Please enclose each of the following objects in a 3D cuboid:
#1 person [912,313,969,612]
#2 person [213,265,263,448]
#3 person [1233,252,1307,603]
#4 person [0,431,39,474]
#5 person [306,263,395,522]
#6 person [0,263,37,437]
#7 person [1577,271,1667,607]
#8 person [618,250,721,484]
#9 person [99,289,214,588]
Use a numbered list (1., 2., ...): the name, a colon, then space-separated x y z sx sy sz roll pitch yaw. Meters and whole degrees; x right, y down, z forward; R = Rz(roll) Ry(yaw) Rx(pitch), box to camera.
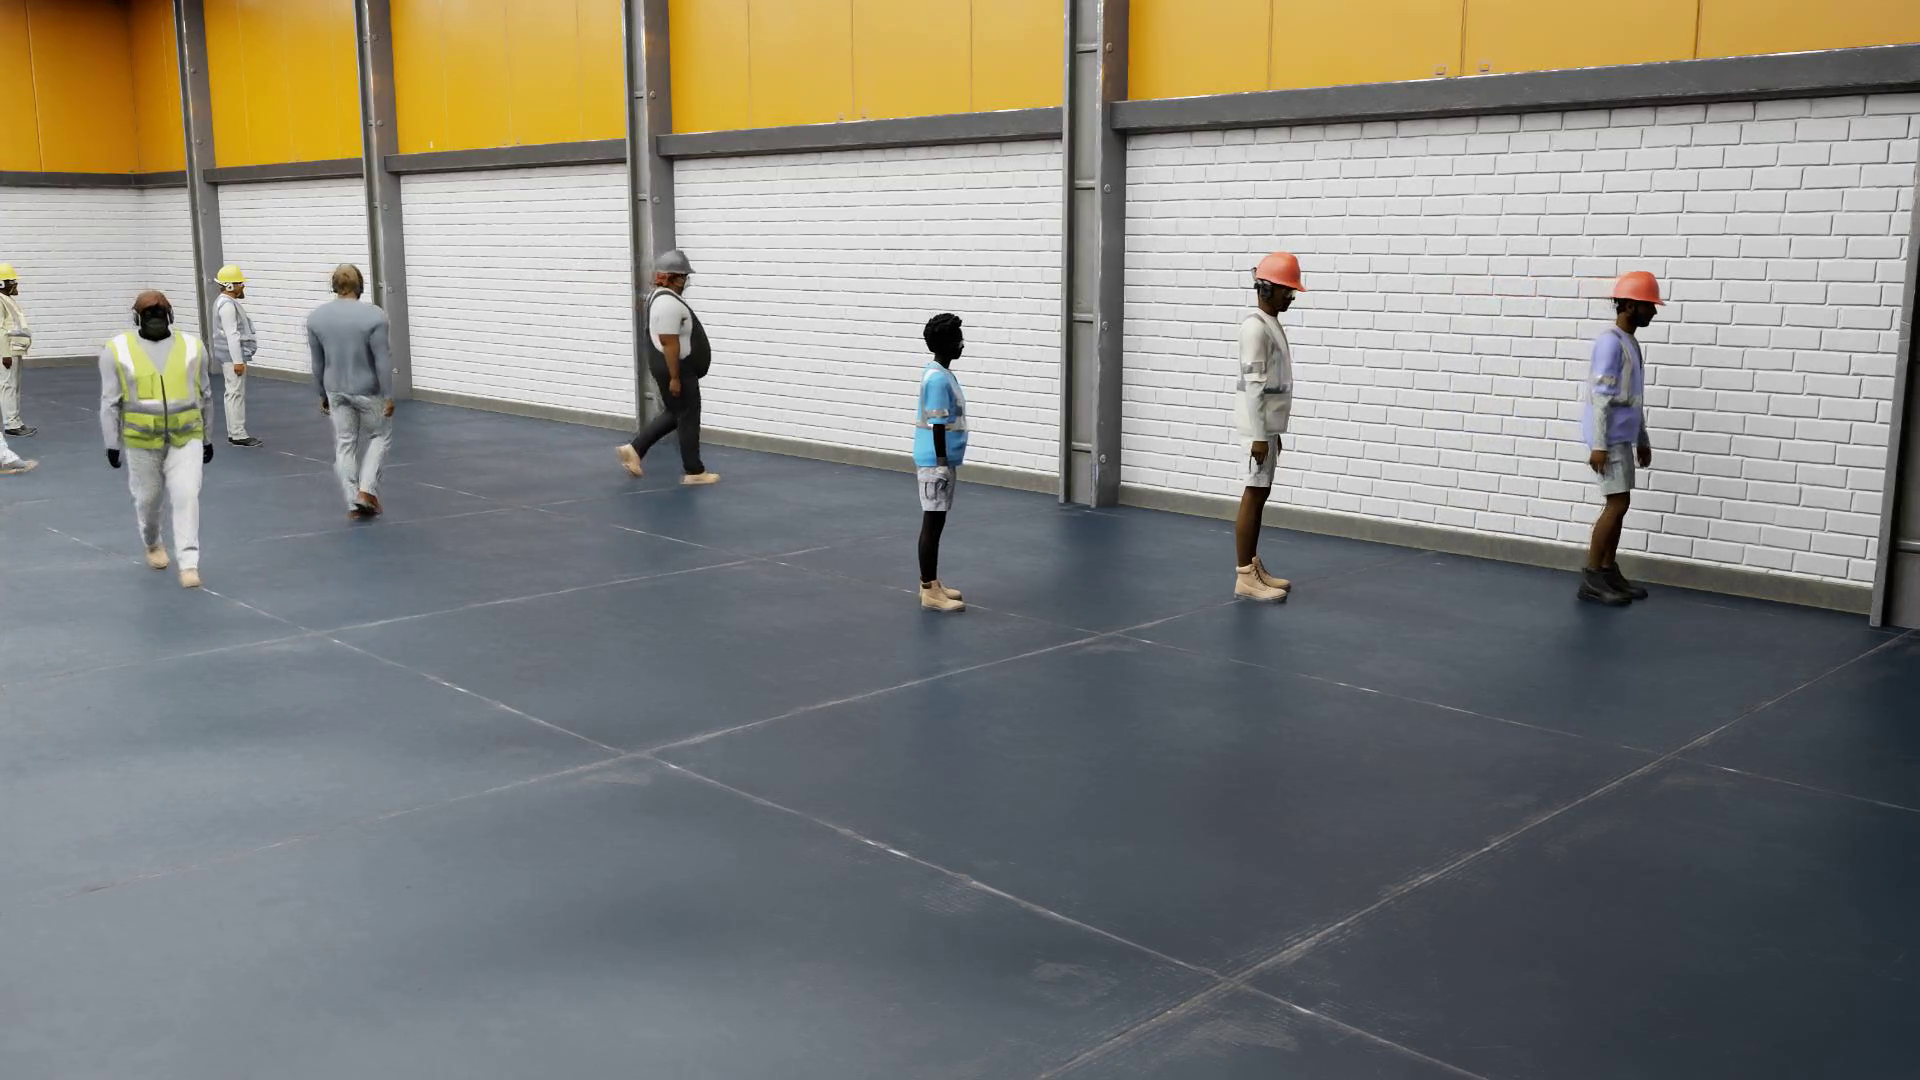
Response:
1. person: -0.110 -0.446 9.515 0.320 1.695 0.537 0 10 0
2. person: -7.297 -1.845 16.773 0.403 1.833 0.586 -6 12 -28
3. person: 1.811 -0.661 9.772 0.390 2.034 0.605 3 11 17
4. person: -8.800 -1.446 14.633 1.001 1.824 0.596 -3 11 -15
5. person: -4.515 -1.095 12.425 0.655 1.924 0.442 1 10 4
6. person: -10.077 -2.008 17.660 0.403 1.834 0.588 -4 11 -20
7. person: 3.843 -0.590 9.672 0.408 1.924 0.599 7 13 34
8. person: -2.496 -1.476 14.194 0.770 2.000 0.689 -3 11 -17
9. person: -4.962 -0.646 10.311 0.634 1.812 0.879 -6 12 -30
